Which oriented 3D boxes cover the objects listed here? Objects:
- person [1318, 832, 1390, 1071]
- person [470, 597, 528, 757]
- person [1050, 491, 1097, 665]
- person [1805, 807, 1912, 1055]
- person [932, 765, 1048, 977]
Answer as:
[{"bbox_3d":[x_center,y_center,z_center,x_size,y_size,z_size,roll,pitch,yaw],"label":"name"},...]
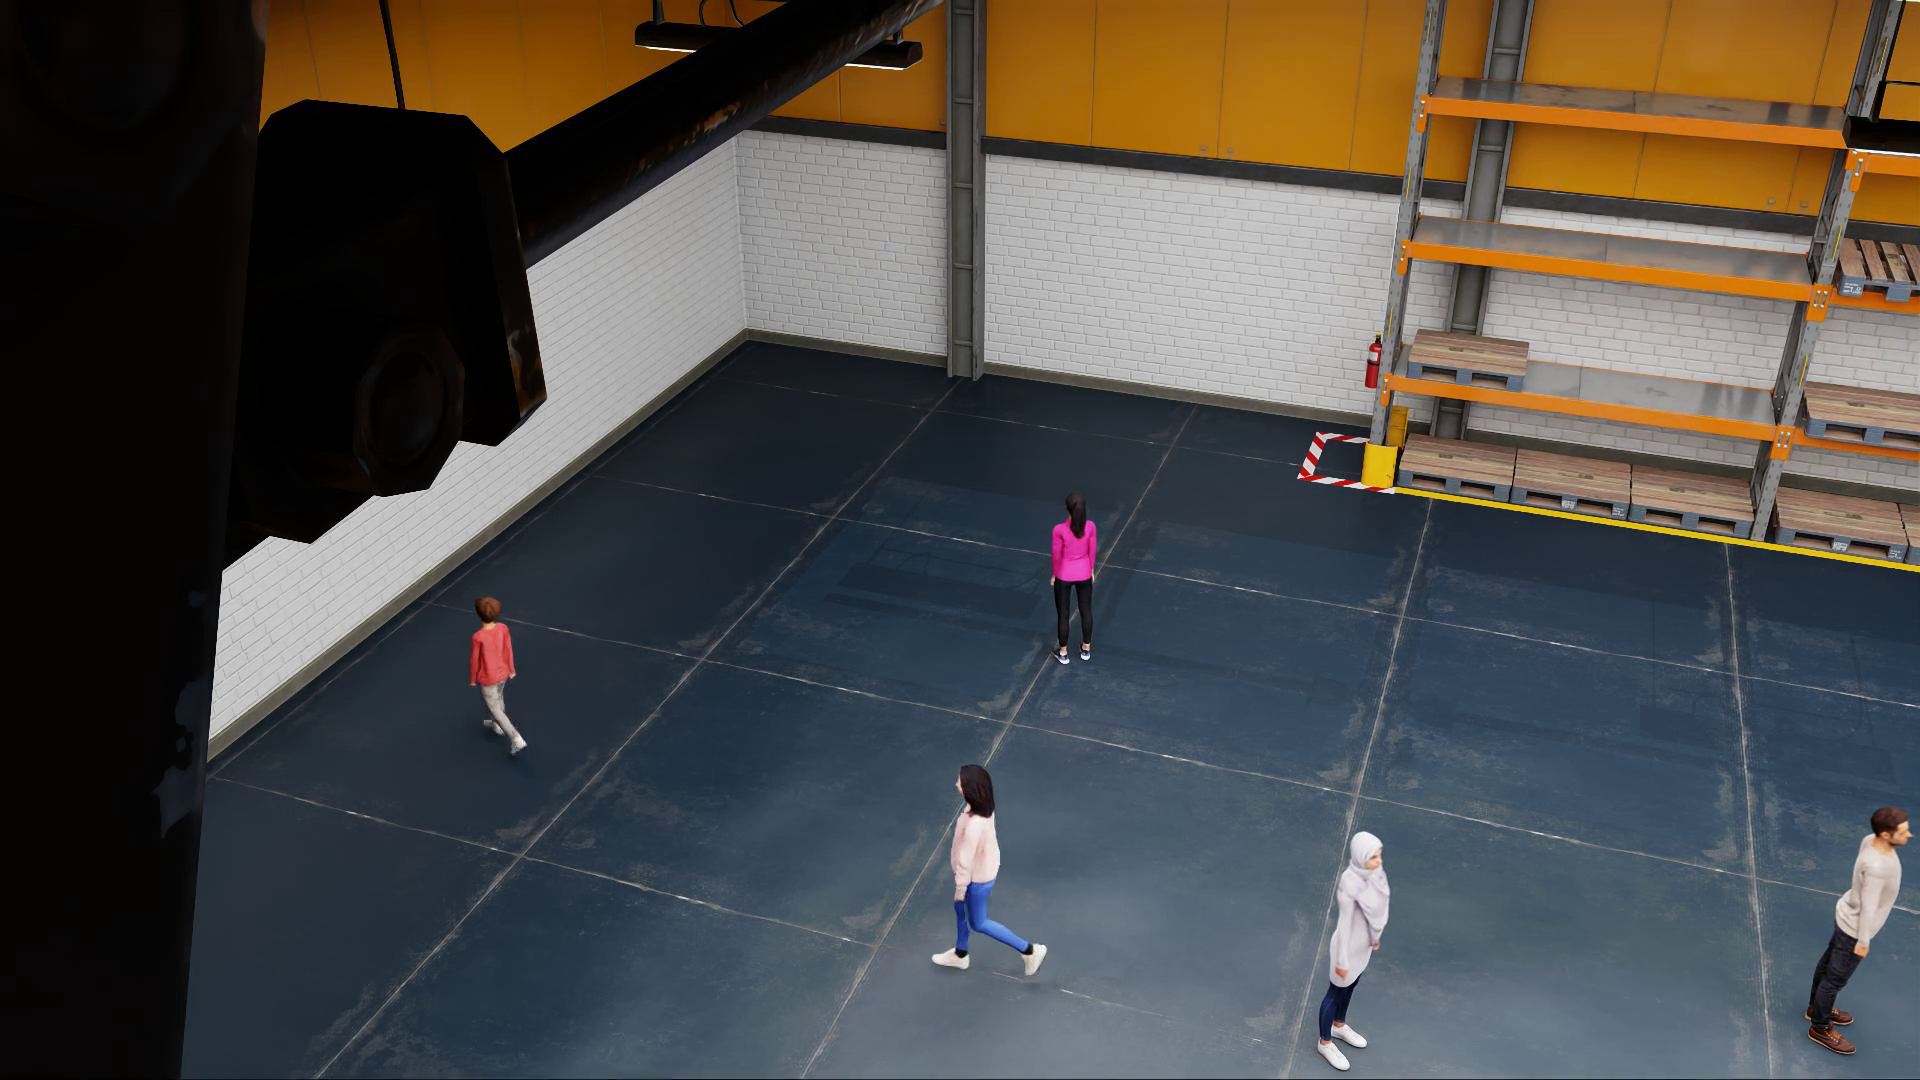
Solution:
[{"bbox_3d":[2.537,2.622,10.768,0.656,1.775,0.680,24,36,36],"label":"person"},{"bbox_3d":[-3.859,1.141,13.873,0.975,1.402,0.695,20,34,32],"label":"person"},{"bbox_3d":[1.030,0.333,15.044,0.639,1.698,0.730,-6,29,-12],"label":"person"},{"bbox_3d":[5.866,2.504,10.887,0.590,1.868,0.670,13,31,22],"label":"person"},{"bbox_3d":[0.210,2.309,11.377,1.098,1.742,0.767,5,29,9],"label":"person"}]
